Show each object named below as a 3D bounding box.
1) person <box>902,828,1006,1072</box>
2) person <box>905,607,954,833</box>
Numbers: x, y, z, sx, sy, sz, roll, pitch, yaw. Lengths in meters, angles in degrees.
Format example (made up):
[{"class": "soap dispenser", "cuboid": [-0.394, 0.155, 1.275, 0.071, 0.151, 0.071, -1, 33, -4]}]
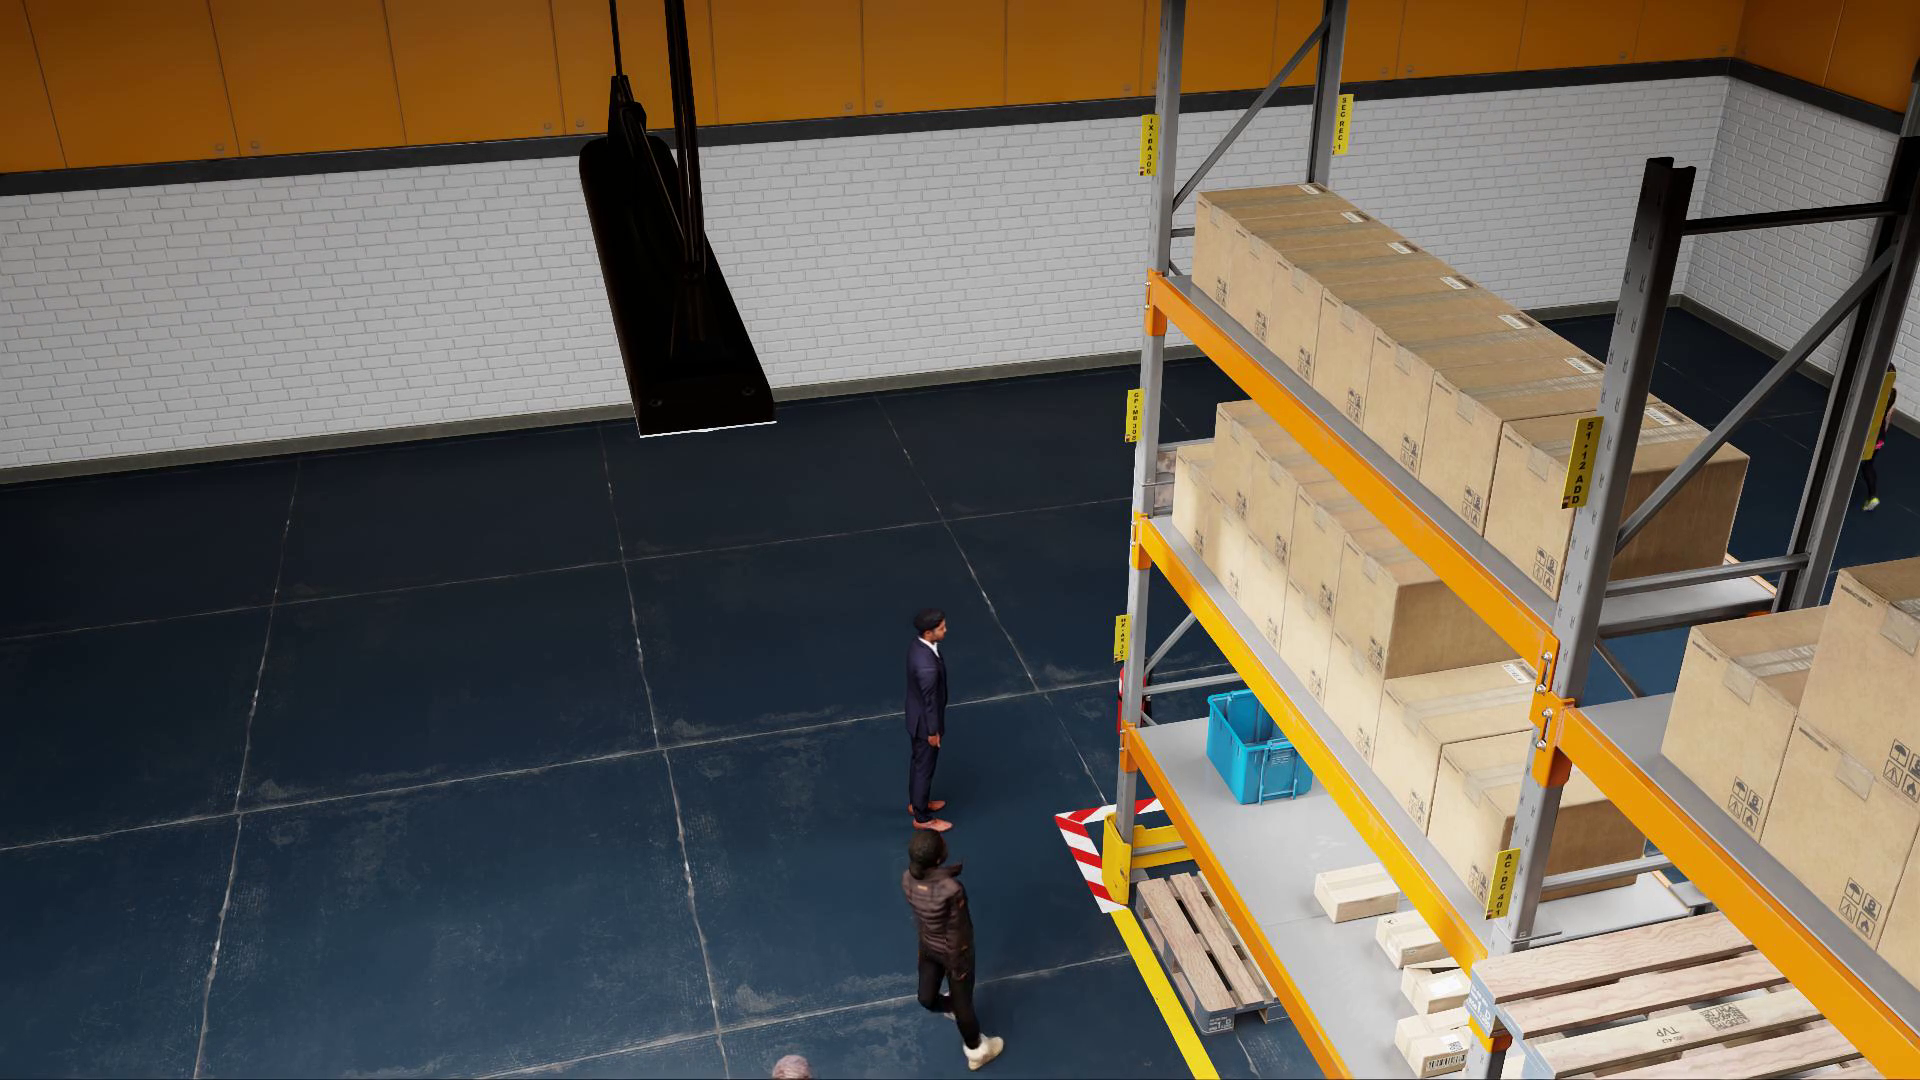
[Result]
[{"class": "person", "cuboid": [-0.022, 2.278, 9.526, 0.982, 1.642, 0.932, -4, 29, -7]}, {"class": "person", "cuboid": [-0.242, 1.215, 11.393, 0.705, 1.721, 0.484, -5, 29, -9]}]
